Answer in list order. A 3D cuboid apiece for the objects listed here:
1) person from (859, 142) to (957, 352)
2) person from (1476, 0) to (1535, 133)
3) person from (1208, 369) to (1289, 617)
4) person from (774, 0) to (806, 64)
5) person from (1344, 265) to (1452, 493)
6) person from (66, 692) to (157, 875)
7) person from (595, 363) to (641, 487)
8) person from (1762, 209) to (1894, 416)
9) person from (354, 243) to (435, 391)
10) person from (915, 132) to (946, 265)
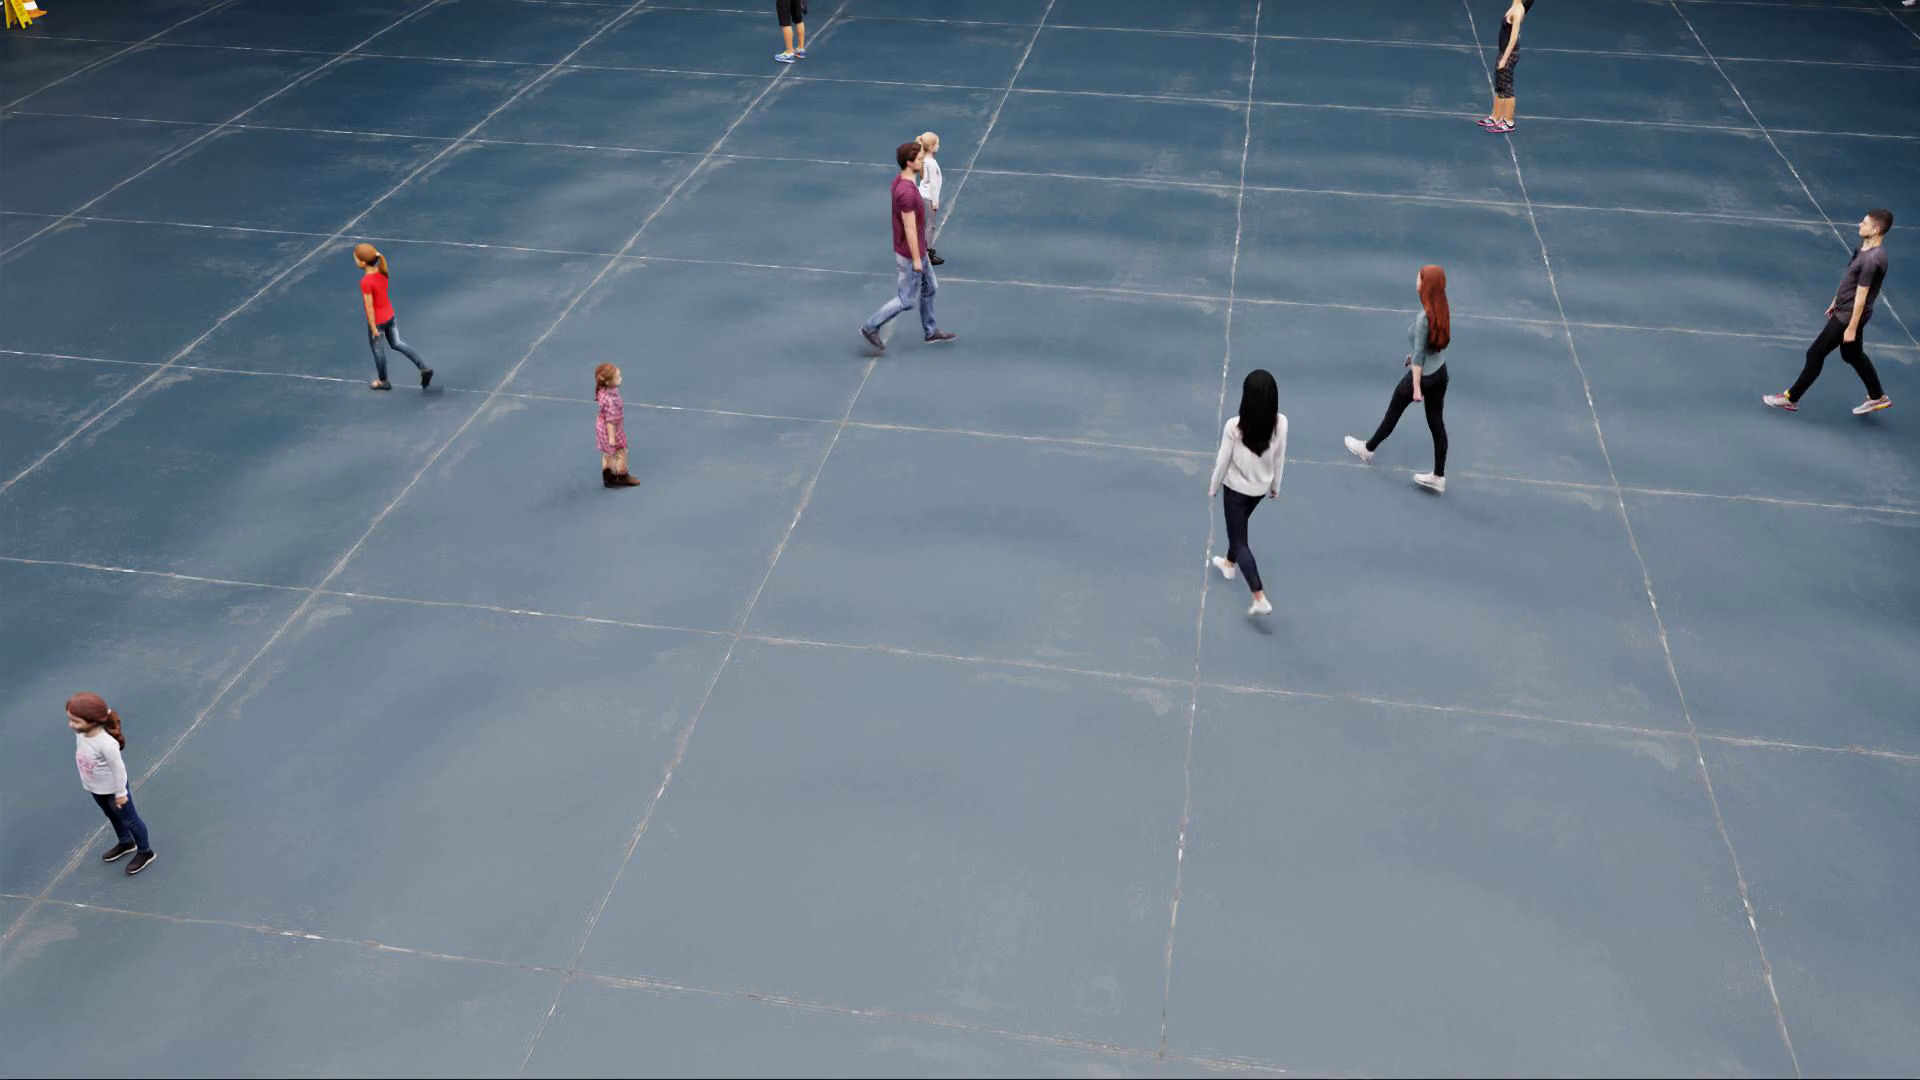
[{"bbox_3d":[-0.493,-2.448,14.113,1.166,1.823,0.863,-3,32,-5],"label":"person"},{"bbox_3d":[6.350,-5.585,19.174,0.637,1.729,0.560,6,33,10],"label":"person"},{"bbox_3d":[1.900,-0.282,10.827,1.107,1.665,1.037,-12,34,-18],"label":"person"},{"bbox_3d":[-2.230,-7.165,21.549,0.702,1.866,0.693,21,38,30],"label":"person"},{"bbox_3d":[3.463,-1.136,12.150,1.012,1.697,1.148,-25,40,-34],"label":"person"},{"bbox_3d":[-4.548,1.279,8.872,0.492,1.111,0.572,17,36,25],"label":"person"},{"bbox_3d":[-2.634,-0.840,12.322,0.580,1.013,0.525,-13,35,-20],"label":"person"},{"bbox_3d":[7.074,-1.728,13.061,1.224,1.727,0.830,13,34,20],"label":"person"},{"bbox_3d":[-4.655,-1.799,13.580,0.841,1.294,0.557,10,34,16],"label":"person"},{"bbox_3d":[-0.317,-3.285,15.952,0.603,1.276,0.564,-12,34,-18],"label":"person"}]
